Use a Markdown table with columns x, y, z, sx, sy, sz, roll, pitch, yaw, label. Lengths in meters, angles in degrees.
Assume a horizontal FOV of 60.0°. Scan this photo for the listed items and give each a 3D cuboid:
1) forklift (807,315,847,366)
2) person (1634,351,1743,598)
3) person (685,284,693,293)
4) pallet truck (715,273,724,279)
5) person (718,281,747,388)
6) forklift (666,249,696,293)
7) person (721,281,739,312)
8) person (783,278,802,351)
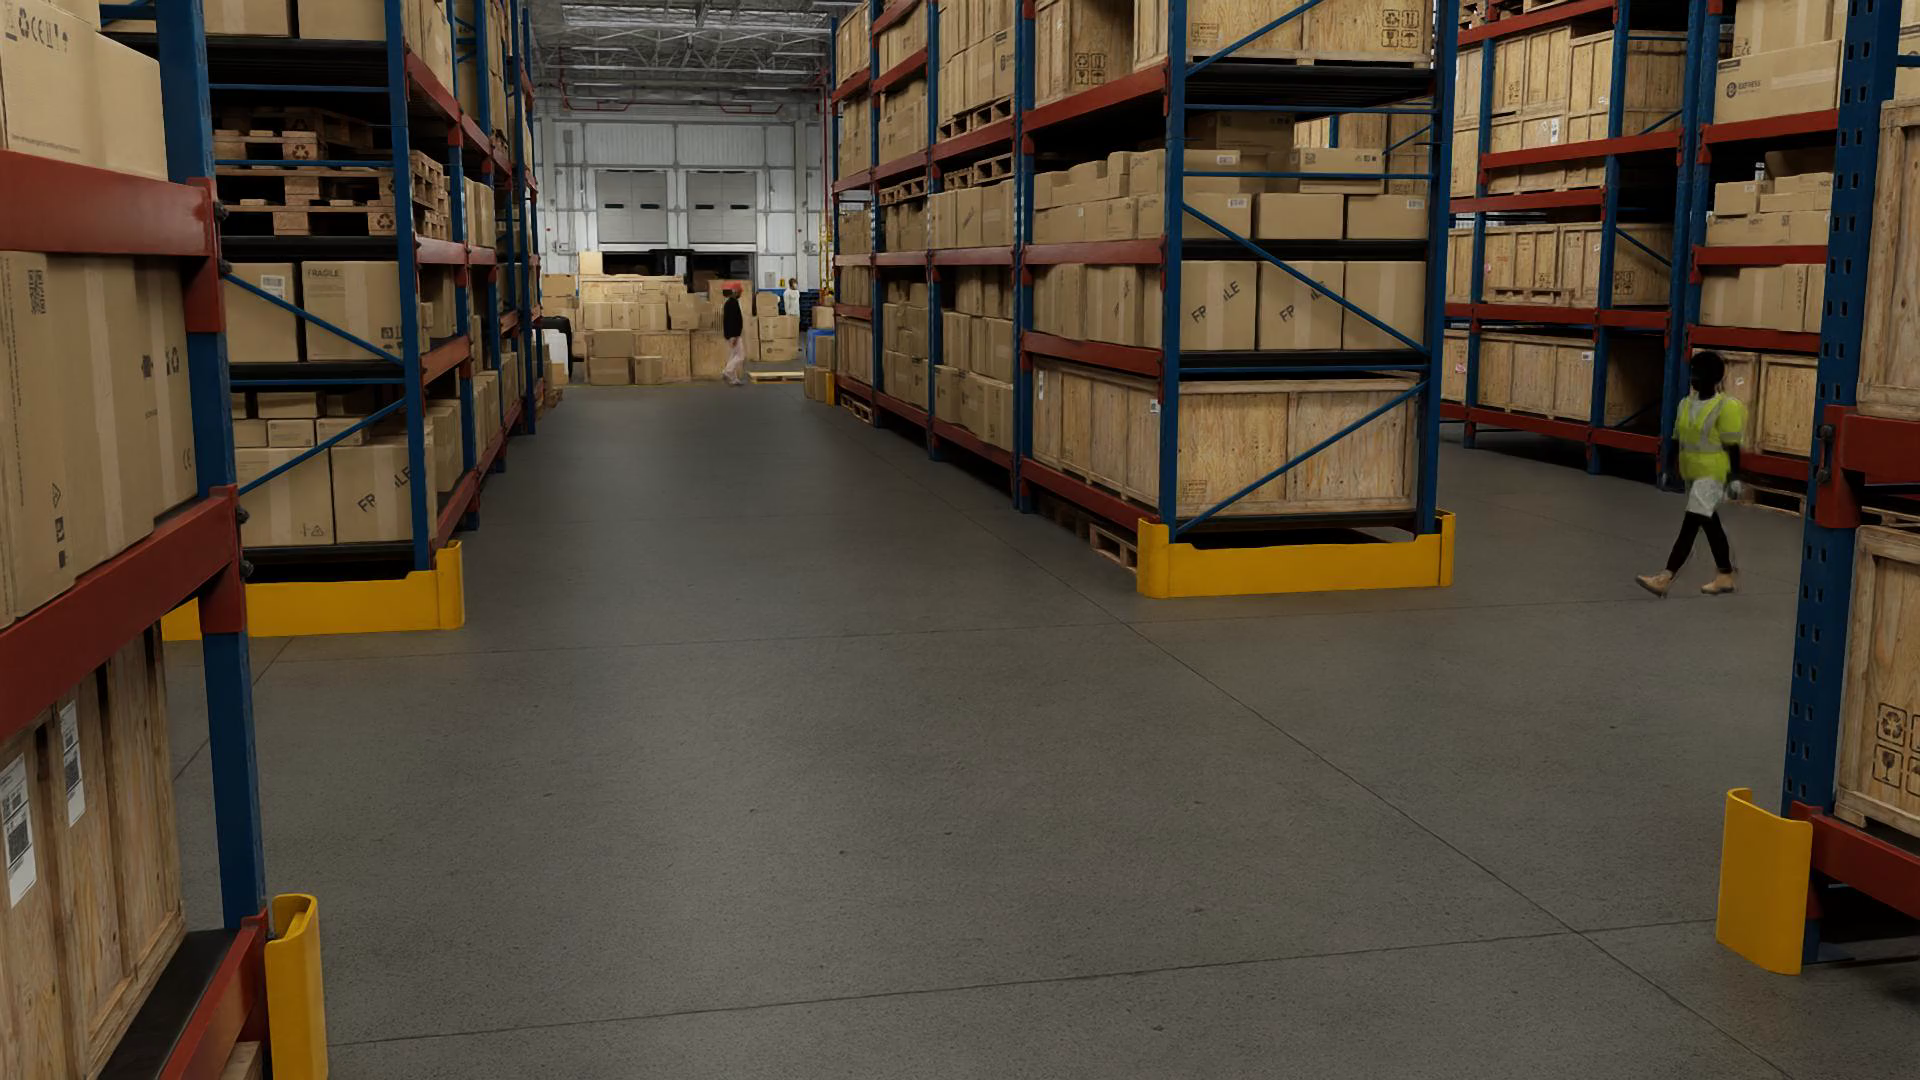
| x | y | z | sx | sy | sz | roll | pitch | yaw | label |
| --- | --- | --- | --- | --- | --- | --- | --- | --- | --- |
| -1.827 | -4.188 | 30.352 | 1.873 | 2.768 | 1.129 | -2 | 10 | -12 | forklift |
| 4.901 | -0.428 | 11.131 | 0.874 | 1.649 | 0.550 | -2 | 10 | -13 | person |
| -6.105 | -4.813 | 37.319 | 0.429 | 1.845 | 0.621 | -6 | 11 | -33 | person |
| -8.580 | -8.986 | 62.280 | 1.885 | 1.965 | 0.823 | 1 | 9 | 5 | pallet truck |
| -4.182 | -3.775 | 30.603 | 0.508 | 1.972 | 0.614 | -4 | 10 | -24 | person |
| -9.168 | -8.197 | 54.788 | 1.873 | 2.768 | 1.129 | 9 | 13 | 43 | forklift |
| -4.852 | -4.487 | 35.087 | 0.441 | 1.922 | 0.553 | 4 | 10 | 22 | person |
| -4.396 | -5.916 | 43.749 | 0.372 | 1.940 | 0.631 | 5 | 10 | 26 | person |
